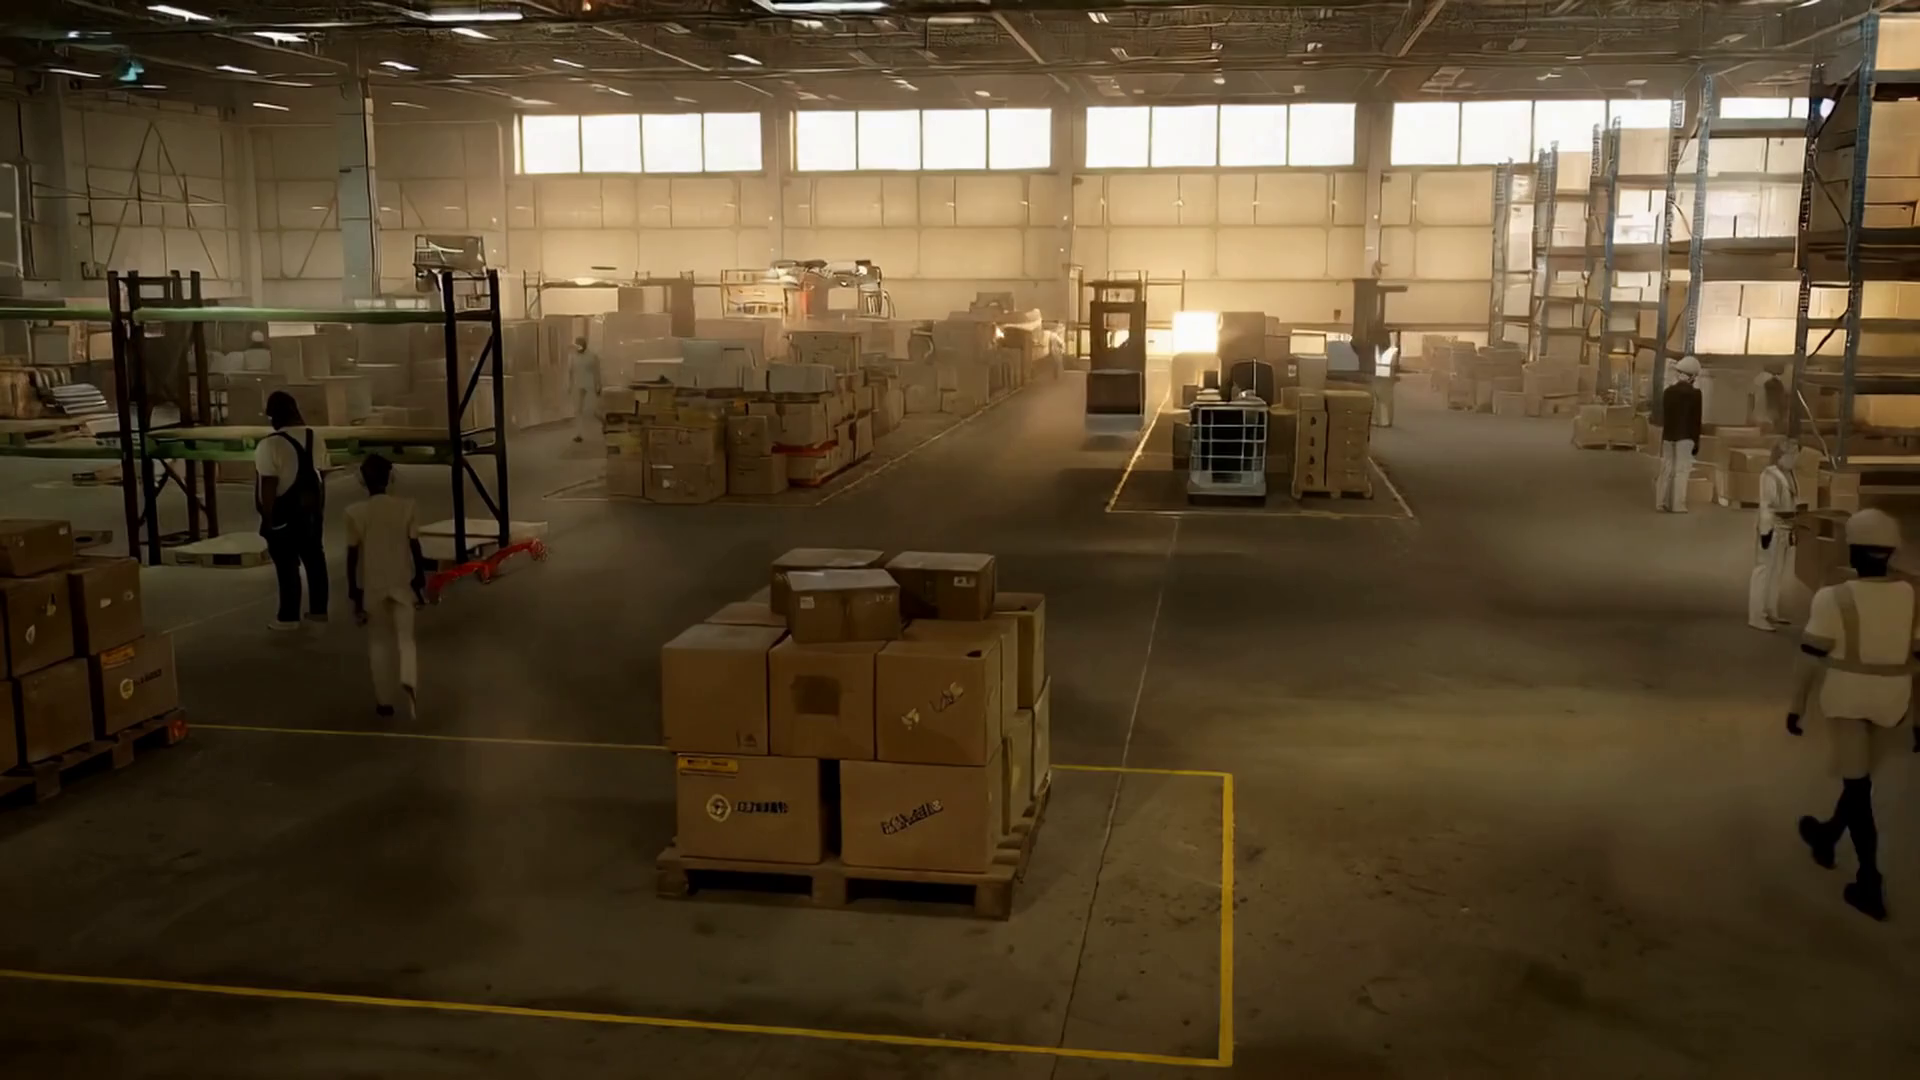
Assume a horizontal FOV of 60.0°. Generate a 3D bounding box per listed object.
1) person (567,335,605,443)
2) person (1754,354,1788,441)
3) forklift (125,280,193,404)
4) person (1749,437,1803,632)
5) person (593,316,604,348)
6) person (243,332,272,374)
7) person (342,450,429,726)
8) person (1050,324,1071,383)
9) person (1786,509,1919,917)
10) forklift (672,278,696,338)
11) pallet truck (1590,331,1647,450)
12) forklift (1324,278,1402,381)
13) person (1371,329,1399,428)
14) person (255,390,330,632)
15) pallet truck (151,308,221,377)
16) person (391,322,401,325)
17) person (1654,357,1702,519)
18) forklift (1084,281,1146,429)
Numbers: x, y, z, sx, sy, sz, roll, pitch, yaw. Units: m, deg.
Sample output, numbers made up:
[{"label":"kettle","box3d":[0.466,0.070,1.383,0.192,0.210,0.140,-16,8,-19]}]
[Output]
[{"label":"person","box3d":[-6.606,-2.692,29.510,0.660,1.912,0.723,3,10,20]},{"label":"person","box3d":[11.632,-1.754,23.951,0.504,1.832,0.645,2,9,12]},{"label":"forklift","box3d":[-18.397,-4.544,37.940,1.129,2.768,1.873,-1,9,-8]},{"label":"person","box3d":[6.906,-0.057,14.083,0.513,1.639,0.311,-8,12,-40]},{"label":"person","box3d":[-9.655,-5.028,44.059,0.571,1.875,0.951,8,12,39]},{"label":"person","box3d":[-13.187,-2.963,31.302,0.600,1.891,0.976,-1,9,-9]},{"label":"person","box3d":[-3.803,0.329,11.068,0.526,1.850,0.738,-3,10,-20]},{"label":"person","box3d":[2.695,-5.081,45.230,0.558,1.598,0.850,-4,10,-22]},{"label":"person","box3d":[4.344,0.786,8.108,0.571,1.884,0.972,0,9,1]},{"label":"forklift","box3d":[-7.496,-5.725,45.224,1.873,2.768,1.129,1,9,9]},{"label":"pallet truck","box3d":[11.253,-2.573,28.499,0.823,1.965,1.885,5,10,27]},{"label":"forklift","box3d":[10.968,-5.723,45.213,1.873,2.768,1.129,6,11,35]},{"label":"person","box3d":[8.226,-3.125,32.183,0.397,1.911,0.587,-5,11,-29]},{"label":"person","box3d":[-5.684,-0.252,14.052,0.536,2.000,0.673,4,10,26]},{"label":"pallet truck","box3d":[-21.869,-5.598,47.154,0.823,1.965,1.885,4,10,26]},{"label":"person","box3d":[-13.318,-4.298,39.491,0.987,1.888,0.629,-3,10,-16]},{"label":"person","box3d":[8.863,-1.253,20.417,0.410,1.983,0.610,-3,10,-18]},{"label":"forklift","box3d":[3.012,-3.597,32.096,1.129,2.768,1.873,1,9,9]}]
